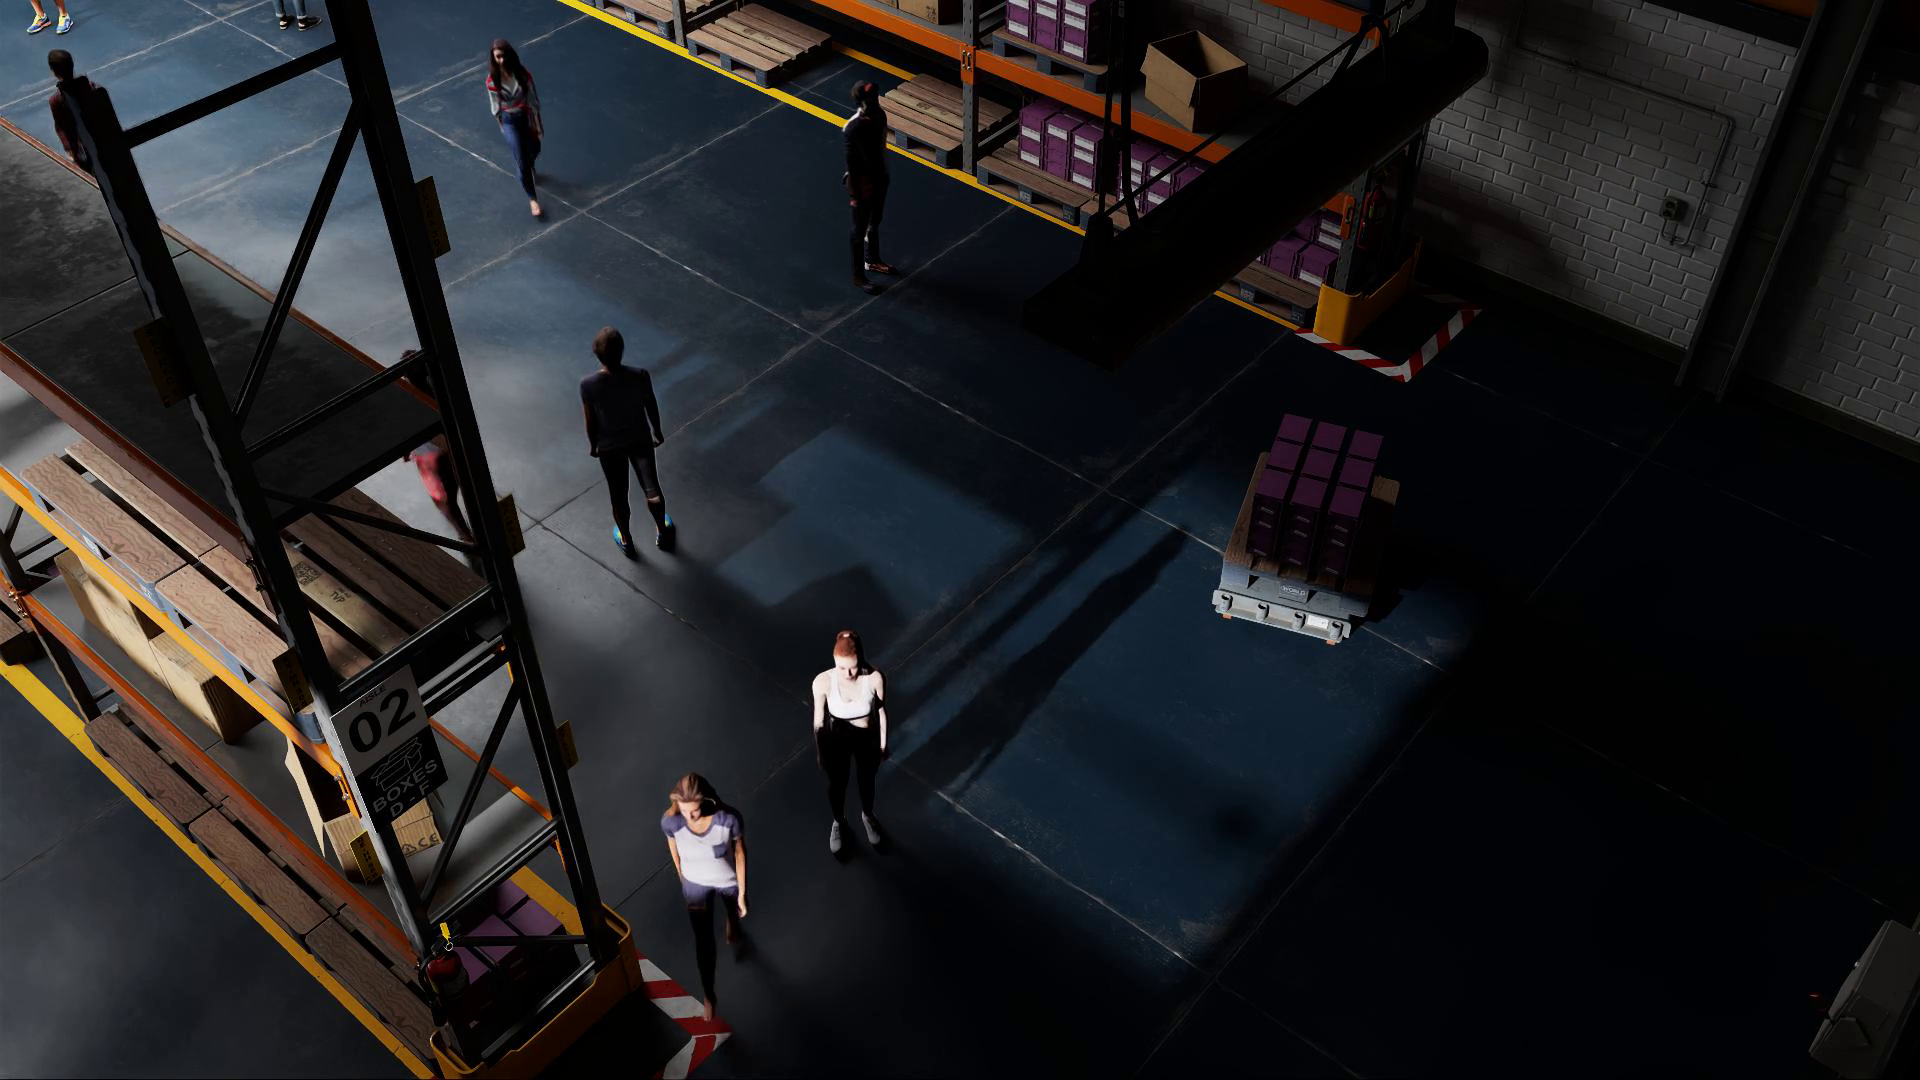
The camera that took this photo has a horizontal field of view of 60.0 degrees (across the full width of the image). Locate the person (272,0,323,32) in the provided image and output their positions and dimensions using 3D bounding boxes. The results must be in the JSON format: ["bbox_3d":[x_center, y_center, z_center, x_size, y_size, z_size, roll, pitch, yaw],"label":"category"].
[{"bbox_3d":[-7.226,-6.266,17.490,0.661,1.821,0.808,10,44,10],"label":"person"}]

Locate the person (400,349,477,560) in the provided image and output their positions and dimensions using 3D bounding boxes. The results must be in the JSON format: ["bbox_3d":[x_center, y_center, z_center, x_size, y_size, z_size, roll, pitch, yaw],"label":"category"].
[{"bbox_3d":[-3.651,-0.572,11.653,0.695,1.629,1.129,-32,52,-29],"label":"person"}]

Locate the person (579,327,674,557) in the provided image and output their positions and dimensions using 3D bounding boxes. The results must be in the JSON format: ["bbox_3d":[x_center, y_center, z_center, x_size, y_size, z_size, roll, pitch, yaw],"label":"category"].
[{"bbox_3d":[-2.328,-0.673,11.574,0.759,1.883,0.765,-12,45,-13],"label":"person"}]

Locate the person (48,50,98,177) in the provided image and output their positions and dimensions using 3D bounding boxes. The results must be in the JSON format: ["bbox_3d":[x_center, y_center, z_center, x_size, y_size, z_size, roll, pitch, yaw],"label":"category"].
[{"bbox_3d":[-7.532,-3.413,14.535,0.738,1.767,0.726,21,48,21],"label":"person"}]

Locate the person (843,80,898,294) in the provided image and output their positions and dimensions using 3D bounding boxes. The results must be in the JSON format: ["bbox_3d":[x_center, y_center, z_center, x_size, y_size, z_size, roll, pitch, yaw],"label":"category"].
[{"bbox_3d":[-0.775,-3.011,14.023,0.635,1.892,0.709,23,48,22],"label":"person"}]

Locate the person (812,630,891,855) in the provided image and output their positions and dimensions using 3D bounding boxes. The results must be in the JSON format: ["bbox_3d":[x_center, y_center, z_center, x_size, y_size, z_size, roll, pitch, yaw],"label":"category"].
[{"bbox_3d":[-0.633,1.180,9.734,0.669,1.740,0.710,-7,44,-8],"label":"person"}]

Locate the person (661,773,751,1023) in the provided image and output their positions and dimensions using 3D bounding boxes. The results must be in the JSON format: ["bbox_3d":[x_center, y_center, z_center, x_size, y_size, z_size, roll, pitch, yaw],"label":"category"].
[{"bbox_3d":[-1.338,1.771,9.154,1.018,1.684,1.070,-3,44,-3],"label":"person"}]

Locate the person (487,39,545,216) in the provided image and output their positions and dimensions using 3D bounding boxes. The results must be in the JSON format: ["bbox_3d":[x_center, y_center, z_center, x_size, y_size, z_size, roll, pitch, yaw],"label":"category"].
[{"bbox_3d":[-3.995,-3.813,15.092,0.913,1.579,1.151,-15,46,-16],"label":"person"}]
